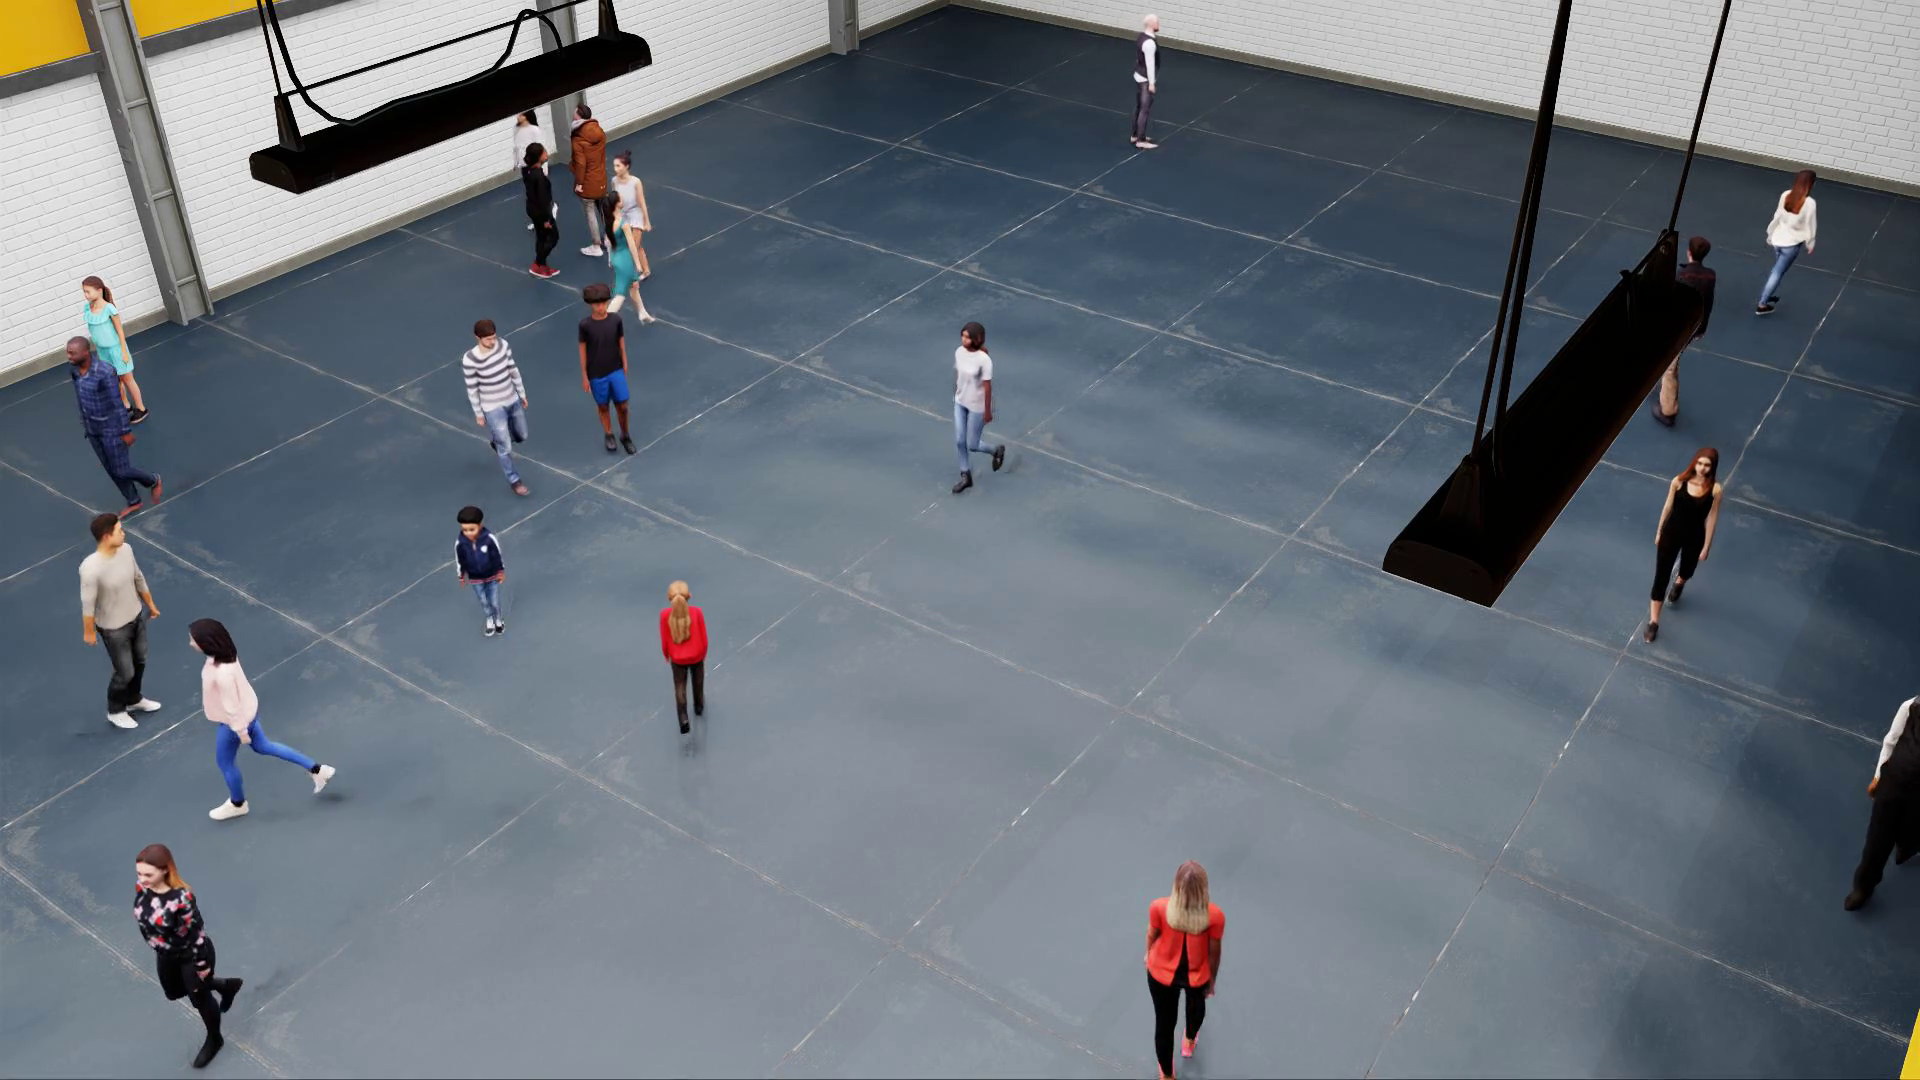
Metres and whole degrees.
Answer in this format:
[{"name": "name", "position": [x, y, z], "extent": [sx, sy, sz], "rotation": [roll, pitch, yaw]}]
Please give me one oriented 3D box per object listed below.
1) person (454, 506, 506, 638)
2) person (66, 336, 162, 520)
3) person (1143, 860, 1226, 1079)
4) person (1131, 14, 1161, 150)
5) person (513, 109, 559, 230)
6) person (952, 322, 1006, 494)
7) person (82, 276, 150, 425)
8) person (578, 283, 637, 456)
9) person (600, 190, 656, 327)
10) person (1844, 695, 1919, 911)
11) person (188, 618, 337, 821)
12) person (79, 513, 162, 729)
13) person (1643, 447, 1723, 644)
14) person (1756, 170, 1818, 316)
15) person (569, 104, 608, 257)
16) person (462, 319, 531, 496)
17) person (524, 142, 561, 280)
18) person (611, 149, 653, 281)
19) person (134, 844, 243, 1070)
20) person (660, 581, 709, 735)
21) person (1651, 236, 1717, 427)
[{"name": "person", "position": [-3.917, 0.230, 13.673], "extent": [0.609, 1.210, 0.656], "rotation": [-3, 34, -5]}, {"name": "person", "position": [-7.661, -1.064, 15.074], "extent": [0.718, 1.815, 0.741], "rotation": [16, 37, 23]}, {"name": "person", "position": [1.287, 2.596, 9.693], "extent": [0.780, 1.676, 0.876], "rotation": [2, 34, 3]}, {"name": "person", "position": [2.579, -6.363, 23.039], "extent": [0.825, 1.823, 0.766], "rotation": [-6, 34, -8]}, {"name": "person", "position": [-5.223, -4.642, 20.576], "extent": [0.696, 1.683, 0.679], "rotation": [23, 40, 30]}, {"name": "person", "position": [0.153, -1.251, 15.454], "extent": [0.662, 1.706, 0.883], "rotation": [29, 43, 36]}, {"name": "person", "position": [-8.452, -1.907, 16.575], "extent": [0.604, 1.558, 0.608], "rotation": [11, 35, 16]}, {"name": "person", "position": [-3.451, -1.684, 16.038], "extent": [0.773, 1.781, 0.838], "rotation": [-10, 35, -15]}, {"name": "person", "position": [-3.725, -2.959, 18.071], "extent": [0.658, 1.653, 1.060], "rotation": [27, 42, 35]}, {"name": "person", "position": [6.339, 1.599, 10.993], "extent": [1.128, 1.897, 0.831], "rotation": [-27, 42, -35]}, {"name": "person", "position": [-4.967, 1.239, 11.680], "extent": [1.210, 1.736, 1.103], "rotation": [-7, 34, -11]}, {"name": "person", "position": [-6.432, 0.618, 12.581], "extent": [0.870, 1.773, 0.723], "rotation": [16, 37, 22]}, {"name": "person", "position": [5.946, -0.032, 13.628], "extent": [0.652, 1.697, 1.128], "rotation": [17, 37, 23]}, {"name": "person", "position": [9.173, -3.289, 18.545], "extent": [0.827, 1.677, 0.775], "rotation": [-11, 35, -16]}, {"name": "person", "position": [-4.424, -4.333, 19.971], "extent": [0.812, 1.839, 0.693], "rotation": [14, 36, 21]}, {"name": "person", "position": [-4.325, -1.287, 15.408], "extent": [0.849, 1.817, 0.909], "rotation": [24, 41, 32]}, {"name": "person", "position": [-4.940, -3.779, 19.299], "extent": [0.750, 1.659, 0.720], "rotation": [-25, 41, -32]}, {"name": "person", "position": [-3.759, -3.754, 19.315], "extent": [0.636, 1.600, 0.917], "rotation": [16, 37, 23]}, {"name": "person", "position": [-4.607, 2.412, 9.973], "extent": [0.676, 1.673, 0.816], "rotation": [14, 36, 20]}, {"name": "person", "position": [-2.076, 0.899, 12.615], "extent": [0.780, 1.268, 0.864], "rotation": [-3, 34, -5]}, {"name": "person", "position": [7.139, -2.020, 16.450], "extent": [1.200, 1.884, 1.225], "rotation": [-8, 34, -11]}]
